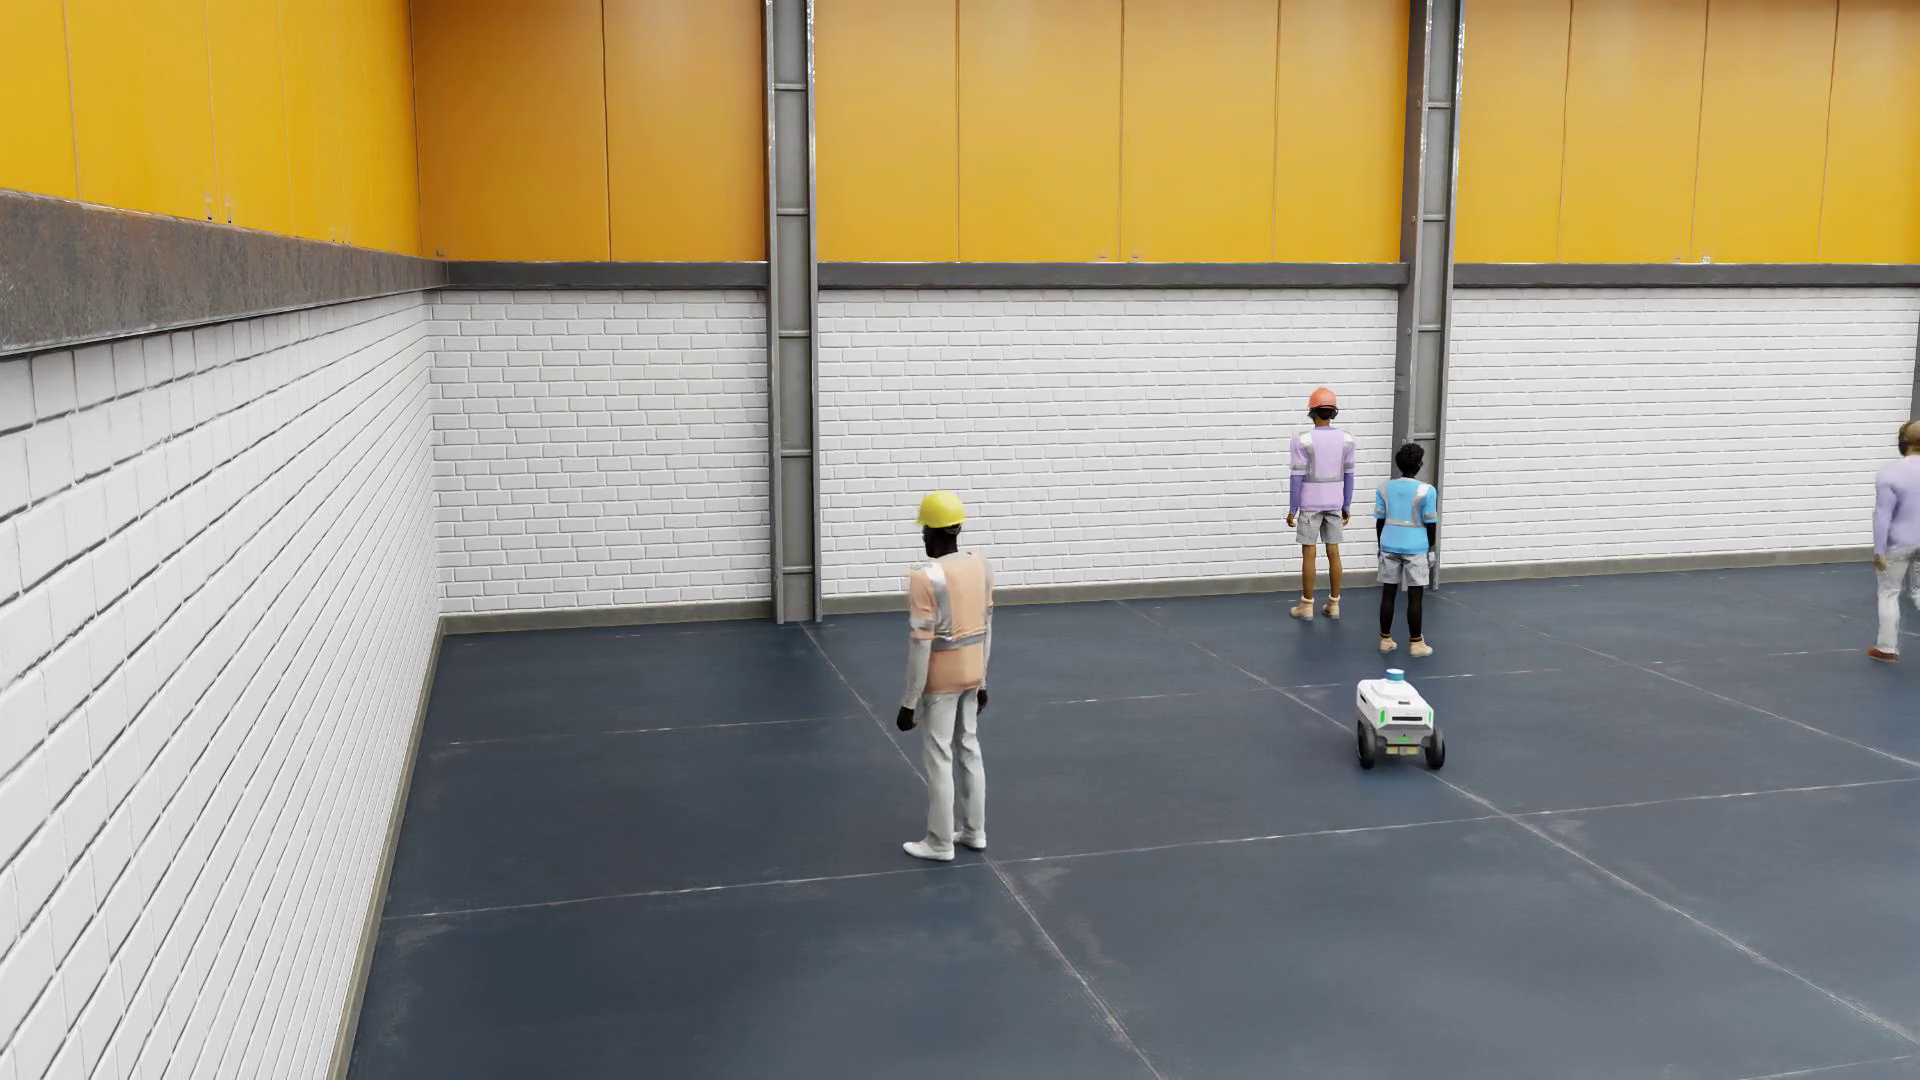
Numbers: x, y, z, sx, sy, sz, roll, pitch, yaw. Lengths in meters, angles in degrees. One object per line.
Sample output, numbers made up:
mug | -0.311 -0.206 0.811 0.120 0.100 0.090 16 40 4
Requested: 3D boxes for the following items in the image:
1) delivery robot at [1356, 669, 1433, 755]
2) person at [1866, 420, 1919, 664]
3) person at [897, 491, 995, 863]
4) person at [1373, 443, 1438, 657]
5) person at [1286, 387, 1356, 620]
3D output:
delivery robot | 2.710 1.052 10.387 0.477 0.478 0.707 0 9 2
person | 7.293 0.046 12.709 0.631 1.918 0.678 0 9 -1
person | -0.073 0.708 8.576 0.381 1.927 0.636 8 12 40
person | 3.533 0.079 13.195 0.534 1.697 0.322 9 12 43
person | 3.145 -0.313 14.571 0.607 2.044 0.378 -2 9 -14
